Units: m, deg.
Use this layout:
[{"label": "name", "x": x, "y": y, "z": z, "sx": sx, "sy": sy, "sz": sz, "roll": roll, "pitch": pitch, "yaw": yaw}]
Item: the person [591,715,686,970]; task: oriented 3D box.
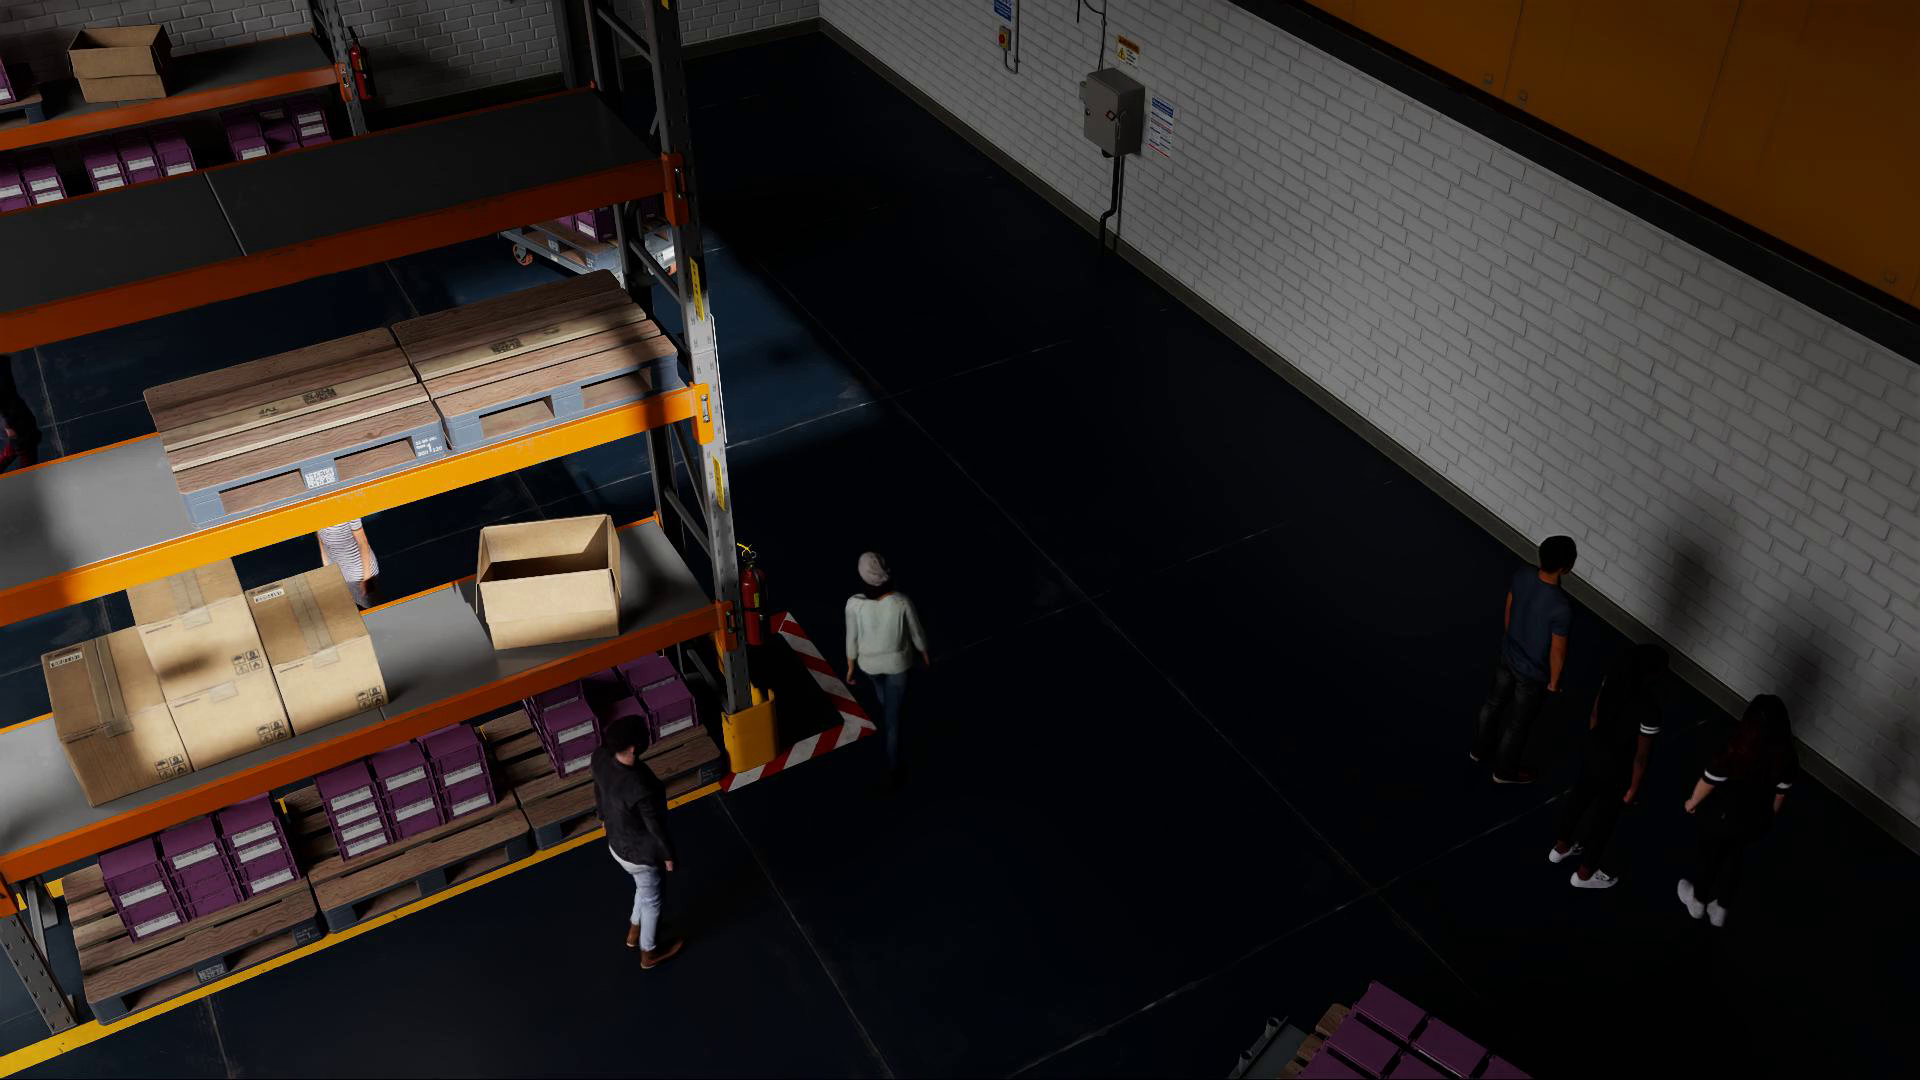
[{"label": "person", "x": -1.748, "y": 1.626, "z": 8.685, "sx": 0.669, "sy": 1.825, "sz": 0.736, "roll": -30, "pitch": 48, "yaw": -32}]

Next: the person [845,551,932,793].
[{"label": "person", "x": -0.458, "y": 0.793, "z": 9.905, "sx": 1.113, "sy": 1.604, "sz": 1.078, "roll": 4, "pitch": 39, "yaw": 5}]

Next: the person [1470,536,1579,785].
[{"label": "person", "x": 3.365, "y": 0.698, "z": 9.859, "sx": 0.577, "sy": 1.810, "sz": 0.684, "roll": -14, "pitch": 41, "yaw": -17}]

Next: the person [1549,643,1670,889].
[{"label": "person", "x": 3.629, "y": 1.238, "z": 9.249, "sx": 0.635, "sy": 1.728, "sz": 0.659, "roll": -10, "pitch": 40, "yaw": -13}]

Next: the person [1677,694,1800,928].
[{"label": "person", "x": 4.180, "y": 1.520, "z": 8.973, "sx": 0.733, "sy": 1.631, "sz": 0.804, "roll": 1, "pitch": 39, "yaw": 1}]
